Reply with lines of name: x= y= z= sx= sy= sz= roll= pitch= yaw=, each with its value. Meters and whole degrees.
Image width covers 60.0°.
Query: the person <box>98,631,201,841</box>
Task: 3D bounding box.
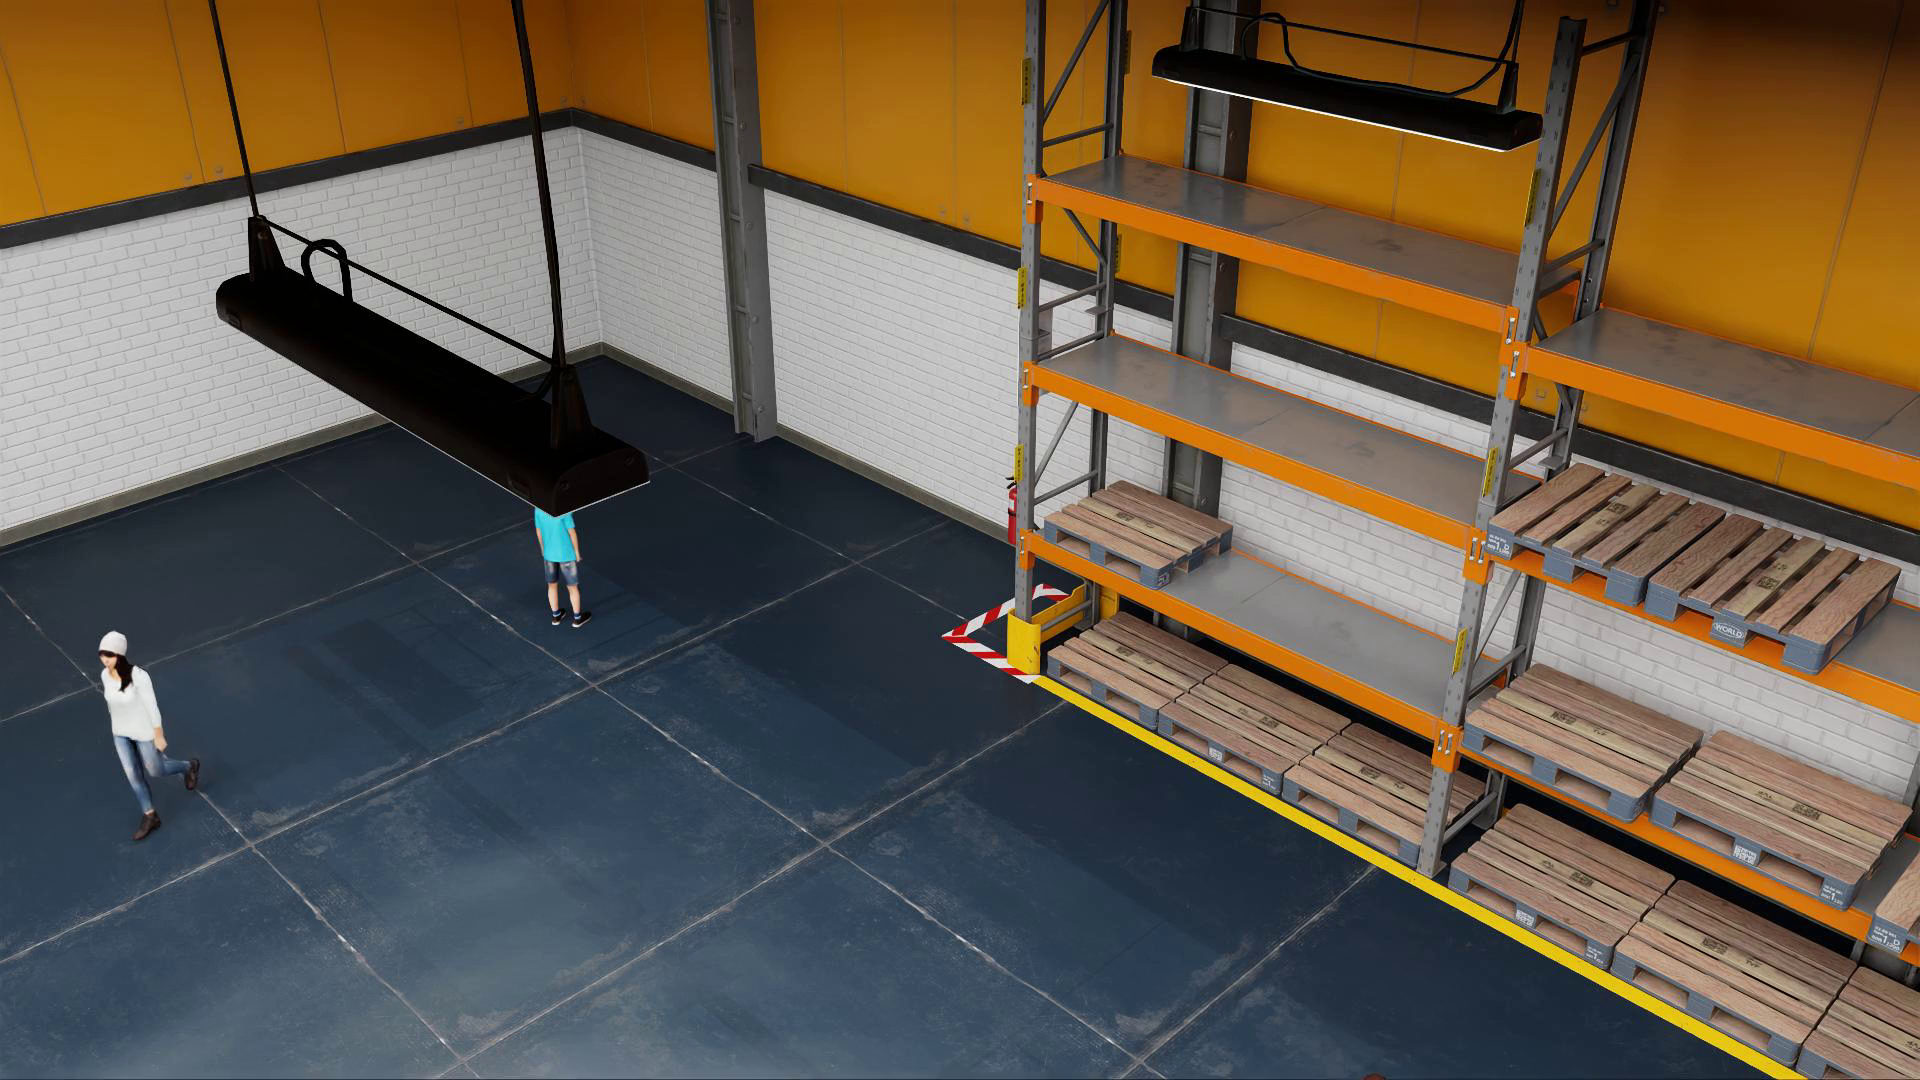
person: x=-5.974 y=1.369 z=12.187 sx=0.971 sy=1.626 sz=0.923 roll=8 pitch=30 yaw=13

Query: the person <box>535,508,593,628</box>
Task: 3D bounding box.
person: x=-3.547 y=0.097 z=14.704 sx=0.563 sy=1.449 sz=0.657 roll=7 pitch=29 yaw=12
